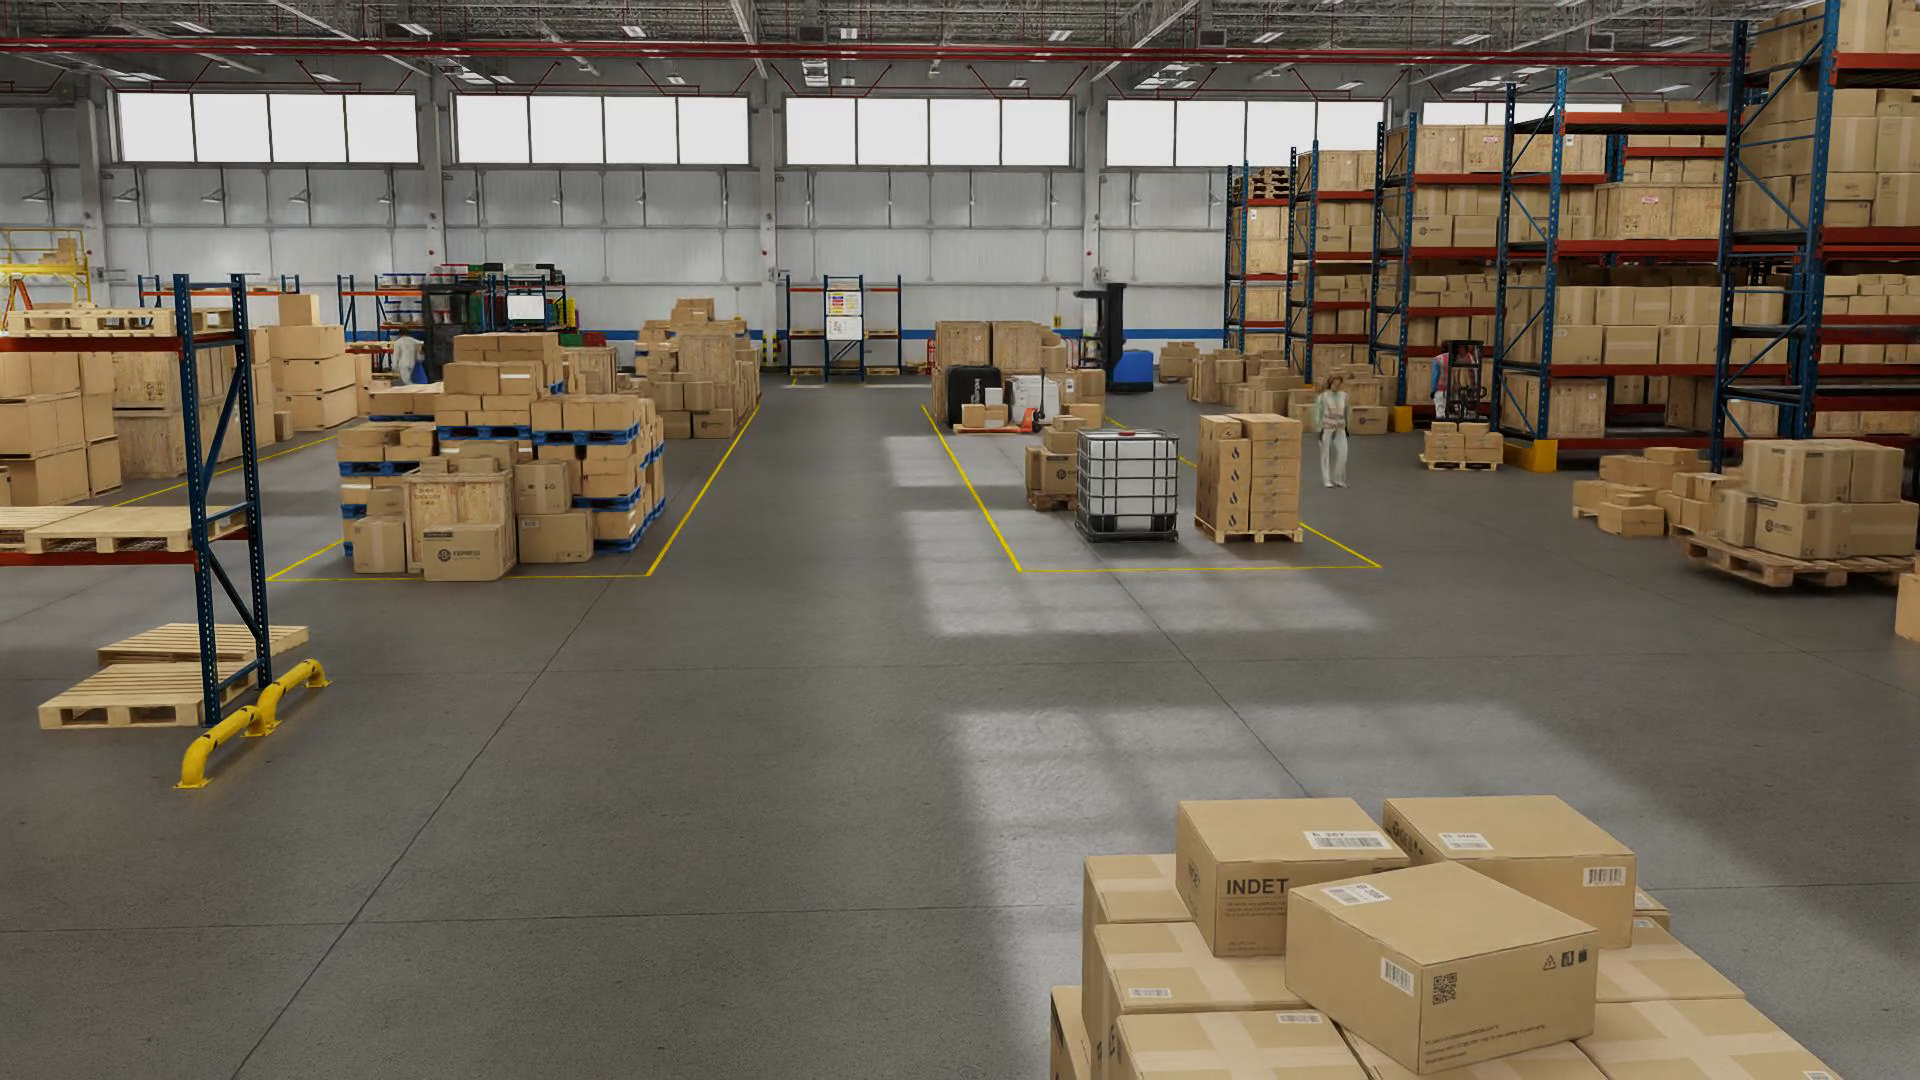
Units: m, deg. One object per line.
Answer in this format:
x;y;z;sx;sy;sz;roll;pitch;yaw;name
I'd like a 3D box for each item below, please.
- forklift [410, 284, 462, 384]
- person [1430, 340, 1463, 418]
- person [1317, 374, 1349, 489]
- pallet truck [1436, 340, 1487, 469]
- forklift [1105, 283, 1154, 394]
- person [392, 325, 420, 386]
-11.902;-4.493;38.244;1.873;2.768;1.129;7;12;39;forklift
8.939;-2.766;30.654;0.627;1.844;0.429;-3;10;-19;person
5.311;-1.528;23.540;0.546;1.617;0.590;-2;9;-15;person
8.004;-2.170;26.422;0.823;1.965;1.885;2;9;14;pallet truck
3.956;-5.153;42.389;1.873;2.768;1.129;-1;9;-4;forklift
-12.653;-3.959;38.021;1.024;1.891;0.639;6;11;33;person
